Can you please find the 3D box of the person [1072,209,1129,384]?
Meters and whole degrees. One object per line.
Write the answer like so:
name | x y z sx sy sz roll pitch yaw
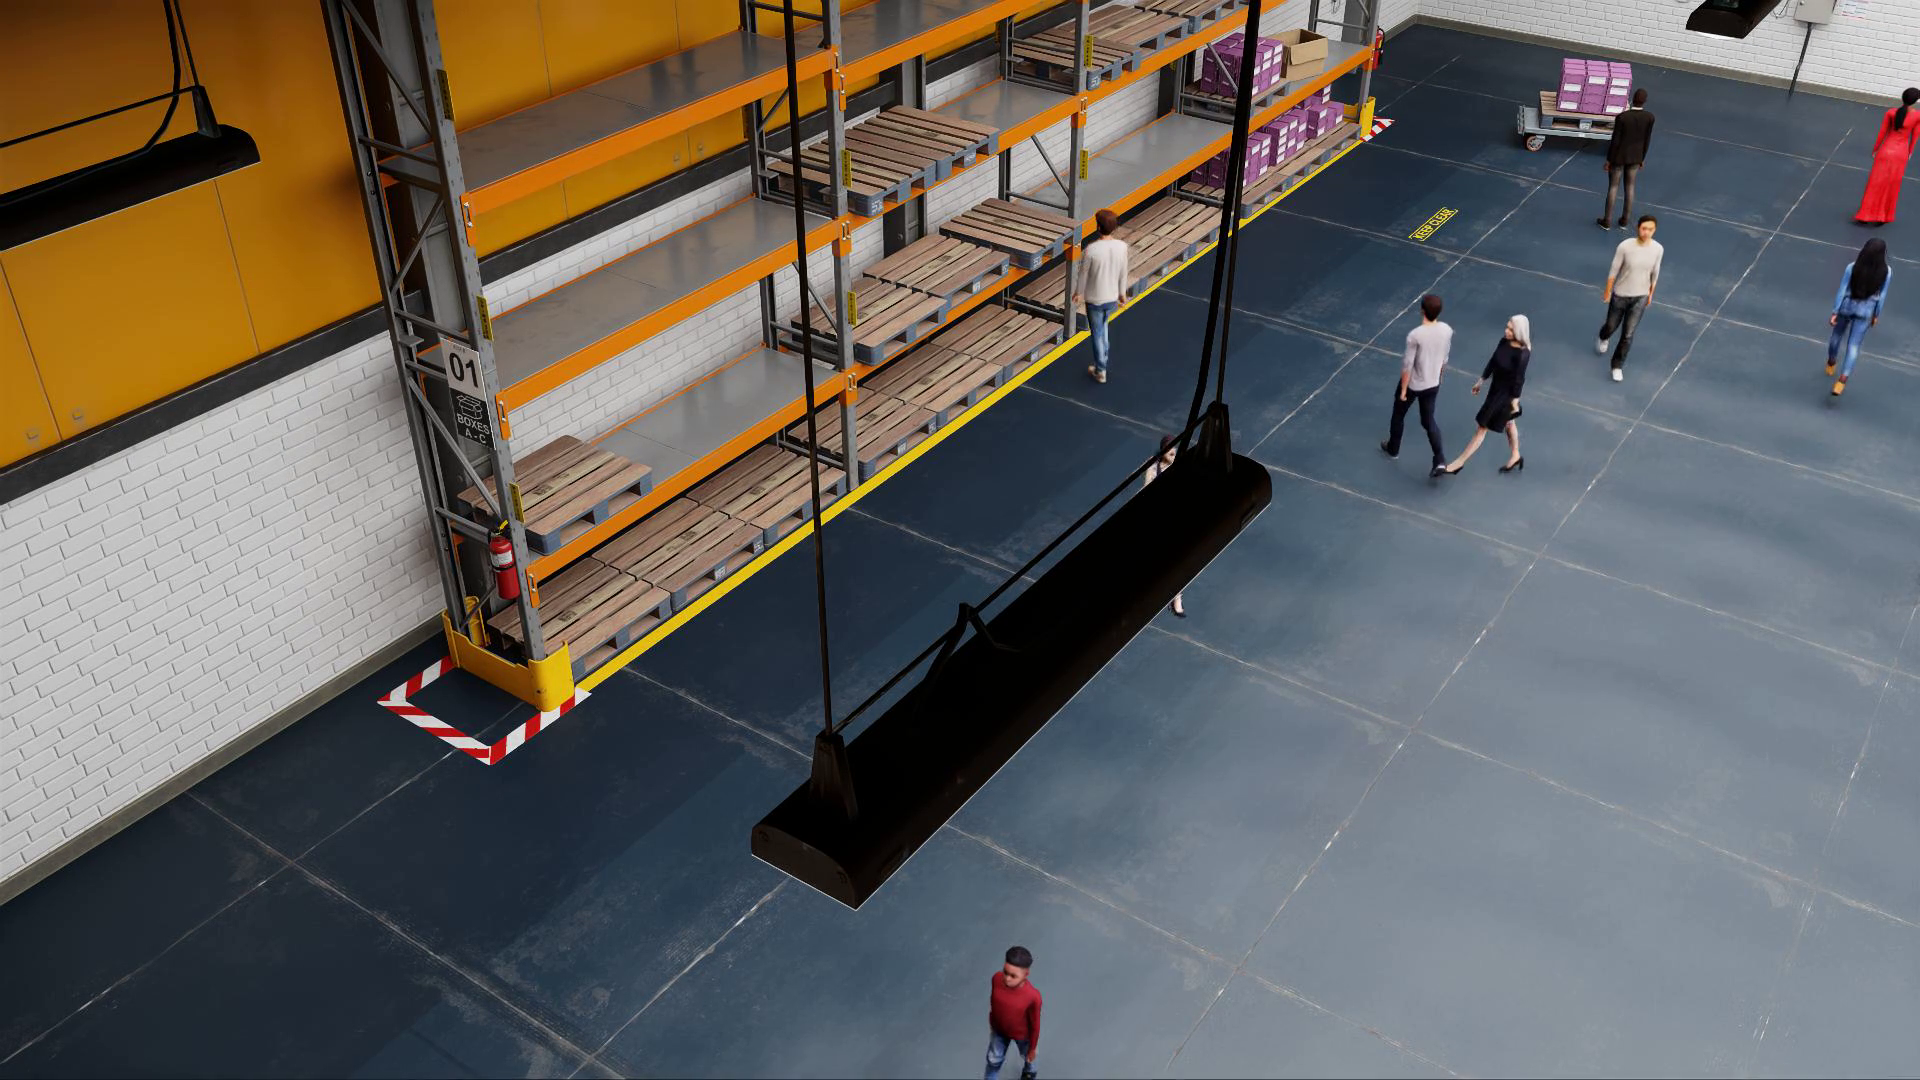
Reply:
person | 1.526 -2.512 17.434 0.796 1.892 0.868 -15 36 -21

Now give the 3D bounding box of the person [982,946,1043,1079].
person | 0.360 2.866 9.936 0.530 1.235 0.775 20 38 27

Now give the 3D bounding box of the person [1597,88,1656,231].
person | 8.400 -4.800 20.960 0.740 1.799 0.758 0 34 0

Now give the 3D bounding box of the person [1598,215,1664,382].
person | 7.119 -2.645 17.722 0.910 1.793 1.087 5 34 7

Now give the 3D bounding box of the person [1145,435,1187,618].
person | 1.686 -0.200 14.218 1.060 1.601 1.079 -8 34 -11

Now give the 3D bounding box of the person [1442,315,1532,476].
person | 5.241 -1.360 15.869 1.131 1.706 1.116 -4 34 -5

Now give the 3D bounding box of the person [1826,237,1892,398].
person | 9.313 -2.284 17.292 0.745 1.669 1.234 15 36 21

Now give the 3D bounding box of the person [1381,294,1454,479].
person | 4.459 -1.451 15.905 1.152 1.818 1.161 -9 35 -13

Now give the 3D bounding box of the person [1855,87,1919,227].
person | 11.792 -4.853 21.054 0.701 1.783 0.709 10 35 14
